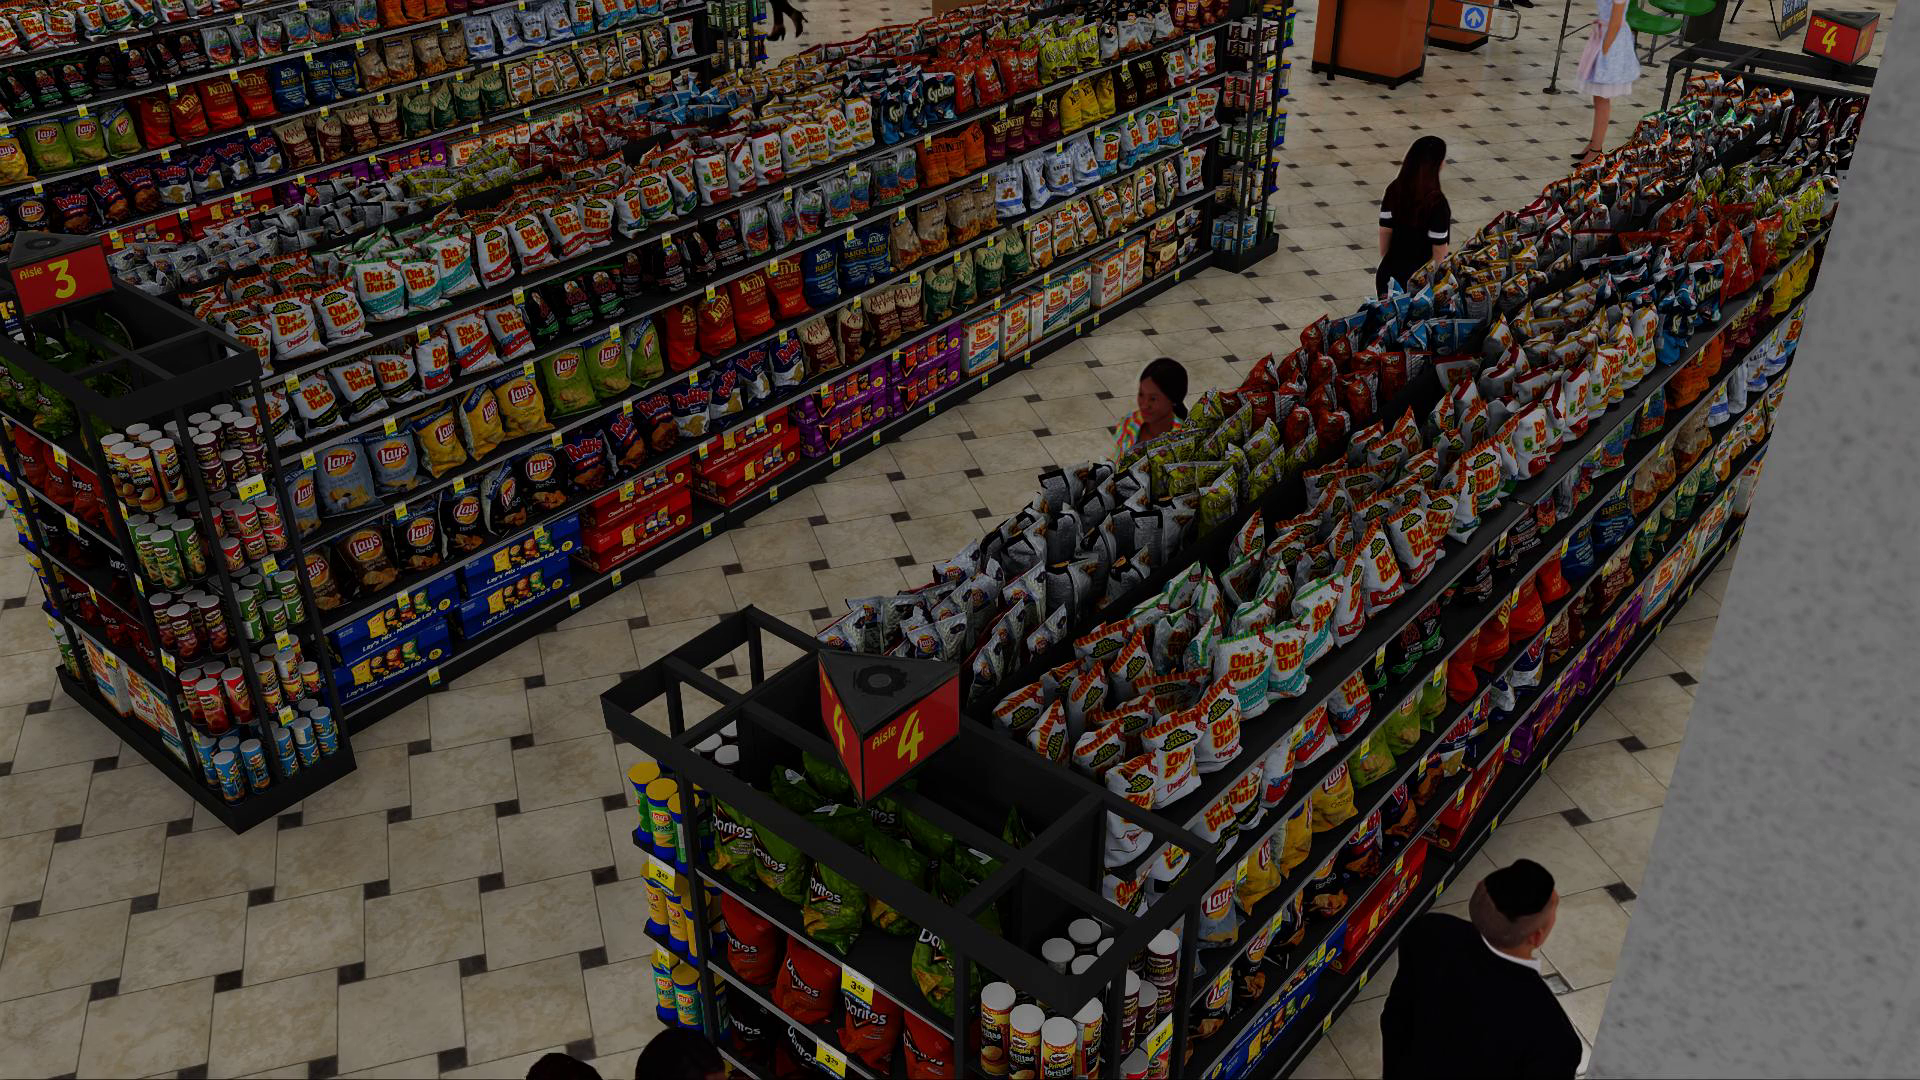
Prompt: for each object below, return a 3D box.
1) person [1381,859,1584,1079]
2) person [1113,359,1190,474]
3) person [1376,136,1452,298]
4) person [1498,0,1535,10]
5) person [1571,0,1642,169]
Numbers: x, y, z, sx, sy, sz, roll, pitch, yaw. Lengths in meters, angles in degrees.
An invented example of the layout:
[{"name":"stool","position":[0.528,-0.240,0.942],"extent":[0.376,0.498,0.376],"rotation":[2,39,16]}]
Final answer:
[{"name":"person","position":[1.315,1.550,4.406],"extent":[0.683,1.949,0.770],"rotation":[-20,37,-29]},{"name":"person","position":[0.796,0.054,6.959],"extent":[0.624,1.793,0.553],"rotation":[20,37,28]},{"name":"person","position":[2.614,-1.554,9.688],"extent":[0.623,1.639,0.639],"rotation":[-25,40,-34]},{"name":"person","position":[6.018,-6.589,17.609],"extent":[0.683,1.820,0.811],"rotation":[-11,34,-18]},{"name":"person","position":[5.154,-3.867,13.237],"extent":[0.857,1.818,0.767],"rotation":[12,34,18]}]
